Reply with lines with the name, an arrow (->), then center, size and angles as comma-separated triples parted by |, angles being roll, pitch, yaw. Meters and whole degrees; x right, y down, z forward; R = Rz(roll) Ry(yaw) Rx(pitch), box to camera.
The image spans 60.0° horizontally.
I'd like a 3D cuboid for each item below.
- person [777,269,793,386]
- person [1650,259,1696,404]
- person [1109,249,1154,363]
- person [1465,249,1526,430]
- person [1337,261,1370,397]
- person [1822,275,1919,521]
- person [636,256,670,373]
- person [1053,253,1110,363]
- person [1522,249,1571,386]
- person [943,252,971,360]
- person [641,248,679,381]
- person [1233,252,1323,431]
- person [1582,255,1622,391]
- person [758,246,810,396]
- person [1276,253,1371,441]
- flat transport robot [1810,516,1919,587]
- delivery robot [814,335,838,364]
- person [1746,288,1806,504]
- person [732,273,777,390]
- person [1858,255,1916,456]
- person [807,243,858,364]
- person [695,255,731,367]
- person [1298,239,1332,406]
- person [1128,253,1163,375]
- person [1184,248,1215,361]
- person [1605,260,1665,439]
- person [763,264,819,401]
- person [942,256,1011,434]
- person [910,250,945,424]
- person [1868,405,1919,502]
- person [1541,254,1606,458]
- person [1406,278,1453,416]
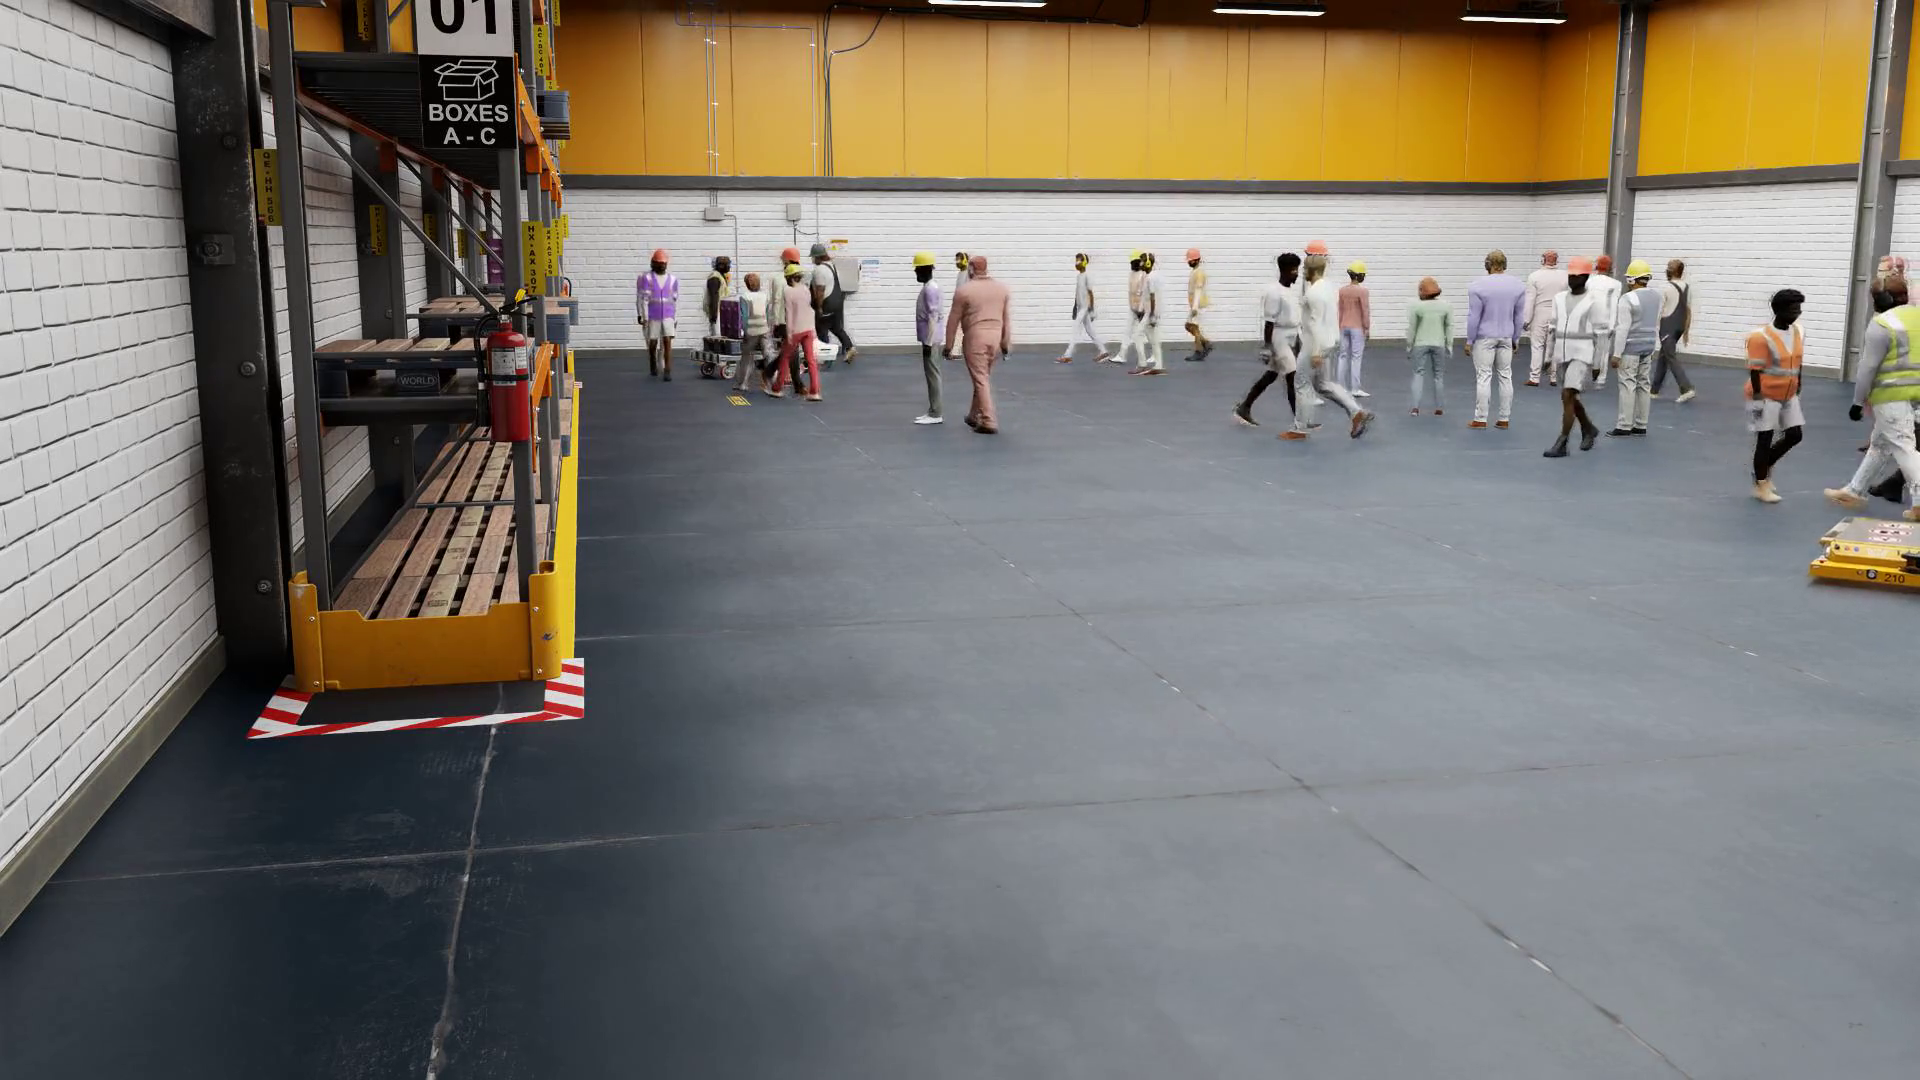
person -> -2.434, -2.977, 23.330 | 0.279, 1.630, 0.513 | 3, 11, 16
person -> 8.961, -2.619, 20.888 | 0.531, 1.811, 0.938 | -5, 11, -26
person -> 2.961, -3.869, 27.597 | 0.998, 1.880, 0.594 | -5, 12, -28
person -> 5.723, -2.140, 17.853 | 0.627, 1.938, 0.373 | -1, 10, -7
person -> 5.152, -2.752, 21.718 | 0.311, 1.768, 0.533 | -7, 12, -32
person -> 6.866, -1.047, 12.238 | 0.668, 1.778, 0.963 | -6, 12, -28
person -> -4.654, -3.486, 25.626 | 0.639, 1.820, 0.597 | -1, 10, -7
person -> 2.055, -3.844, 27.640 | 1.007, 1.827, 0.528 | -2, 11, -13
person -> 8.167, -3.078, 23.201 | 0.672, 1.919, 0.431 | -1, 10, -6
person -> 0.144, -3.983, 28.323 | 0.833, 1.848, 0.518 | -6, 12, -31
person -> -4.364, -3.273, 24.189 | 0.558, 1.922, 0.743 | -4, 11, -19
person -> 3.418, -2.140, 17.928 | 0.997, 1.919, 0.633 | 5, 11, 26
person -> 8.625, -2.936, 22.542 | 0.571, 1.851, 0.959 | 5, 12, 27
person -> -2.313, -2.874, 21.867 | 0.863, 1.963, 0.627 | 5, 11, 24
person -> 3.693, -1.931, 16.792 | 0.851, 1.913, 0.630 | 5, 11, 24
flat transport robot -> 5.749, 0.057, 10.296 | 0.652, 0.197, 1.431 | 7, 13, 35
delivery robot -> -2.259, -2.929, 25.796 | 0.707, 0.478, 0.477 | -5, 11, -25
person -> 6.288, -1.105, 12.835 | 0.566, 1.666, 0.427 | -4, 11, -19
person -> -2.728, -2.784, 22.376 | 0.533, 1.591, 0.870 | -9, 14, -42
person -> 8.741, -1.736, 15.738 | 0.524, 1.886, 0.673 | 5, 11, 27
person -> -2.094, -3.893, 27.274 | 0.797, 2.000, 0.785 | 3, 11, 16
person -> -3.996, -3.686, 26.817 | 0.642, 1.807, 0.678 | 0, 10, 1
person -> 4.360, -2.668, 20.484 | 0.383, 2.041, 0.616 | 1, 10, 7
person -> 2.797, -3.409, 25.171 | 0.660, 1.839, 0.513 | 3, 11, 14
person -> 3.999, -3.960, 28.028 | 0.507, 1.904, 0.584 | -1, 10, -4
person -> 6.943, -1.961, 17.145 | 0.588, 1.833, 0.404 | -6, 12, -28
person -> -2.126, -2.634, 21.173 | 0.895, 1.722, 0.522 | 9, 13, 40
person -> 0.151, -2.084, 17.743 | 0.676, 1.858, 0.942 | -6, 12, -29
person -> -0.365, -2.245, 18.467 | 0.386, 1.922, 0.594 | 0, 10, 1
person -> 7.504, -1.189, 12.726 | 0.559, 1.875, 0.986 | -6, 12, -29
person -> 5.884, -1.752, 15.802 | 0.921, 1.911, 0.538 | -7, 12, -33
person -> 5.472, -2.237, 19.341 | 0.543, 1.607, 0.538 | 1, 10, 7
